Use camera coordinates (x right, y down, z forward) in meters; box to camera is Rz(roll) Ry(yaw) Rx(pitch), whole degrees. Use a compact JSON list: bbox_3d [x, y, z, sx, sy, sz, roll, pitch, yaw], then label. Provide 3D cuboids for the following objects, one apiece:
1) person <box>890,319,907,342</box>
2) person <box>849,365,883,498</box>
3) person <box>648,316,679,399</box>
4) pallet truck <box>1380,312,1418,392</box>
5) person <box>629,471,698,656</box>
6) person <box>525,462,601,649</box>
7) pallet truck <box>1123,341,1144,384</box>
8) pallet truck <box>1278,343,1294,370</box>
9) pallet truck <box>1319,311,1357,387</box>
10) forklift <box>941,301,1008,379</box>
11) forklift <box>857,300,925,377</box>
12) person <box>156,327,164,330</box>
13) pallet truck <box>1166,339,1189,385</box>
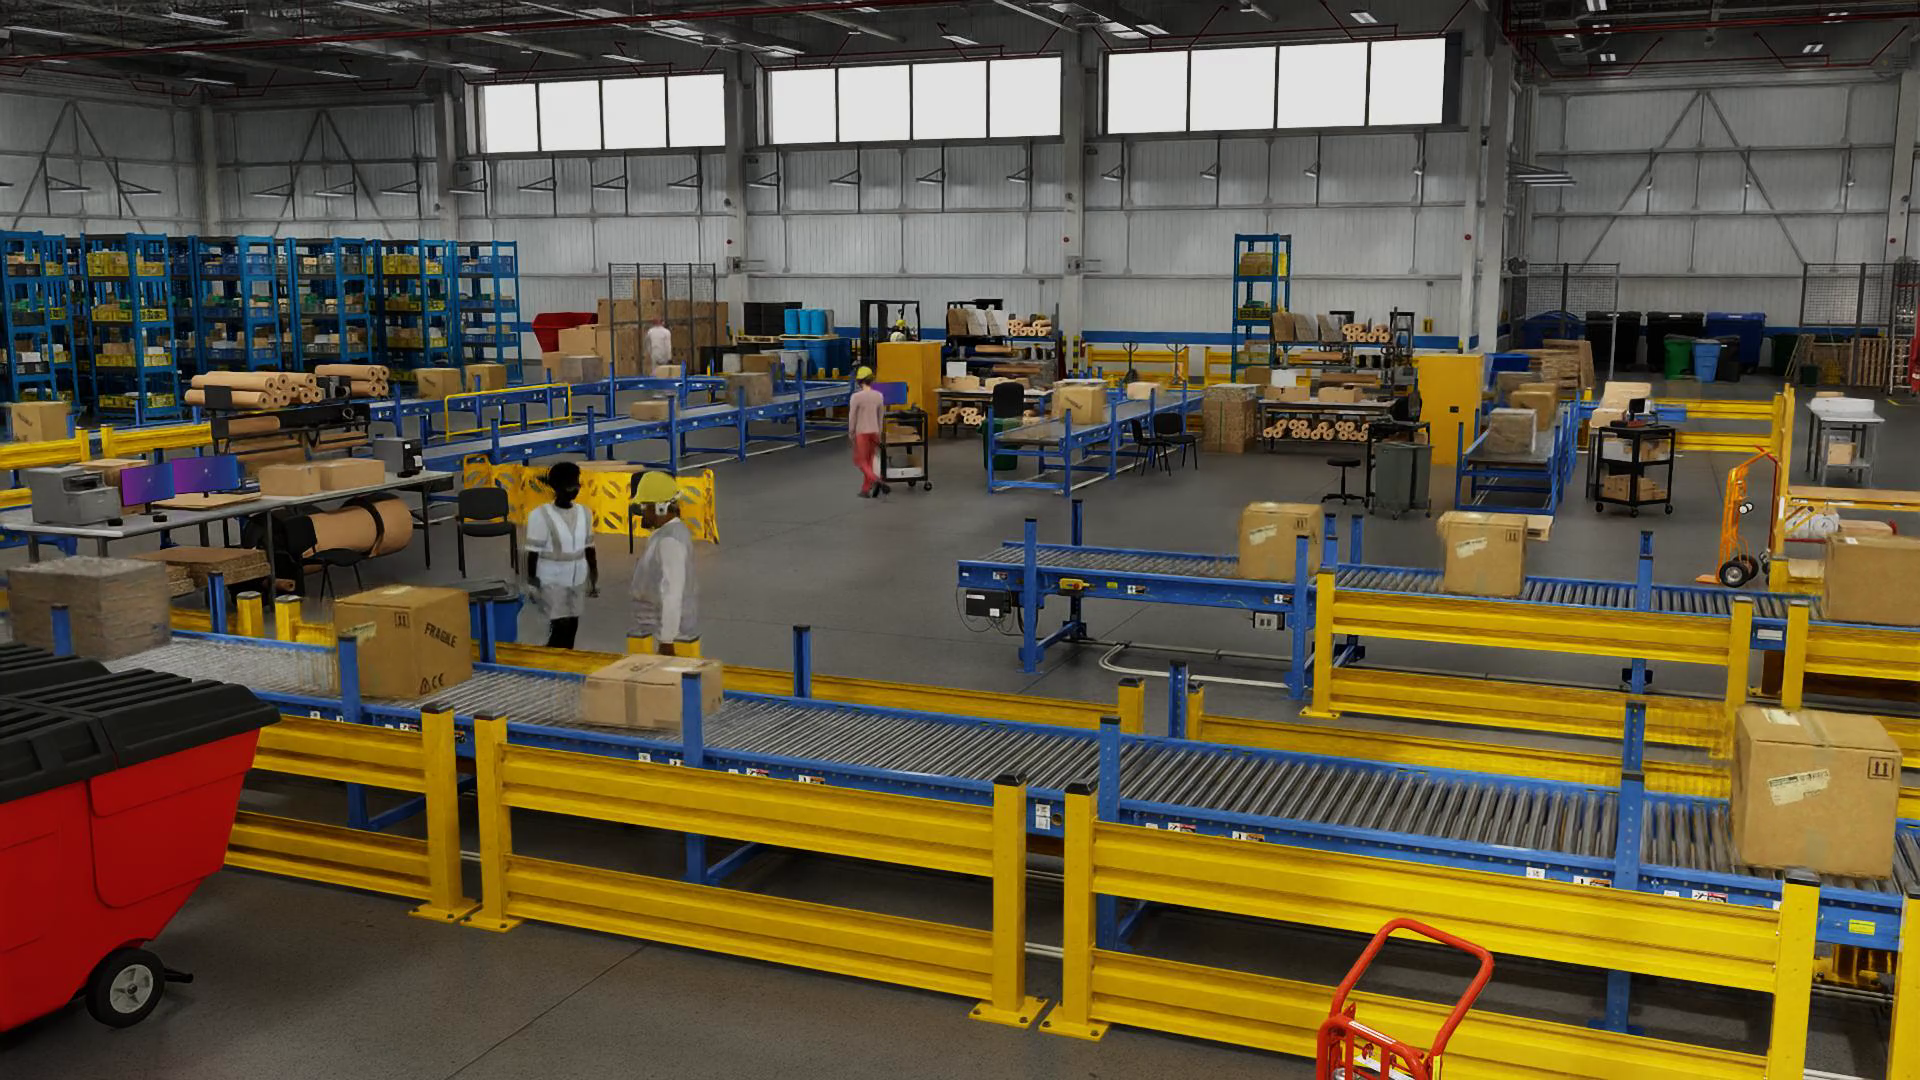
[{"bbox_3d":[-1.353,-4.068,37.595,0.403,1.823,0.588,-5,11,-30],"label":"person"},{"bbox_3d":[-1.185,-1.382,21.546,0.534,1.750,0.634,-7,12,-38],"label":"person"},{"bbox_3d":[-6.776,-4.196,38.170,0.673,1.881,0.785,5,11,27],"label":"person"},{"bbox_3d":[10.207,-4.283,38.369,0.823,1.965,1.885,3,10,20],"label":"pallet truck"},{"bbox_3d":[-1.778,0.492,9.962,0.413,1.831,0.609,-2,10,-12],"label":"person"},{"bbox_3d":[-2.761,0.290,11.555,0.416,1.685,0.570,7,12,38],"label":"person"},{"bbox_3d":[4.445,-4.380,41.279,0.680,1.201,1.601,4,10,22],"label":"pallet truck"},{"bbox_3d":[7.886,-4.163,39.743,0.653,1.274,1.630,4,10,22],"label":"pallet truck"},{"bbox_3d":[9.071,-4.419,39.190,0.823,1.965,1.885,5,10,26],"label":"pallet truck"},{"bbox_3d":[0.365,-4.966,41.571,1.157,1.987,2.680,3,10,20],"label":"forklift"},{"bbox_3d":[-1.732,-5.109,42.468,1.157,1.987,2.680,4,10,22],"label":"forklift"},{"bbox_3d":[-17.935,-4.028,37.343,0.569,1.831,0.411,-7,12,-36],"label":"person"},{"bbox_3d":[5.418,-4.269,40.420,0.704,1.261,1.522,3,10,20],"label":"pallet truck"}]
